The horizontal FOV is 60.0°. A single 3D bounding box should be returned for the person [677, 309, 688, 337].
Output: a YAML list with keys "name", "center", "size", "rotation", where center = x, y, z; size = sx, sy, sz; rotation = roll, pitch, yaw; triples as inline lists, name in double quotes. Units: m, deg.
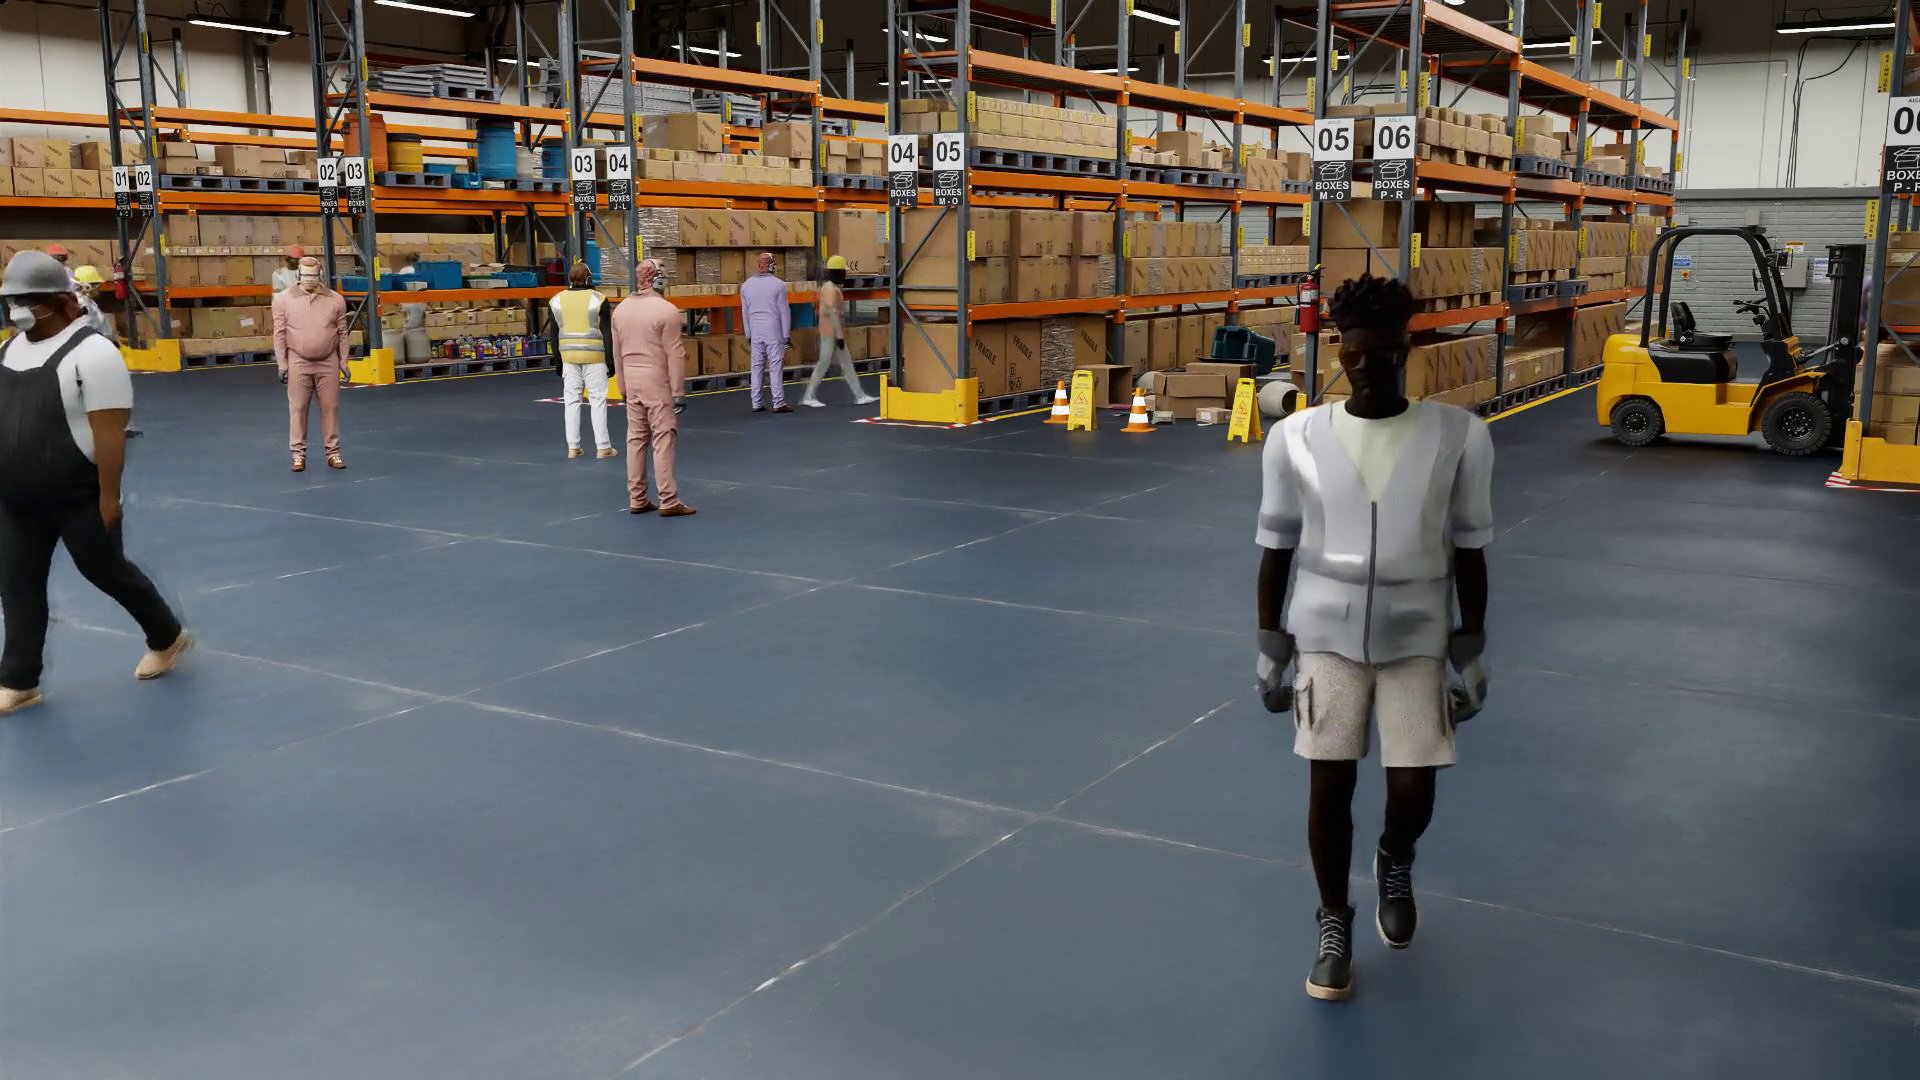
- name: "person"
  center: [-5.931, -5.194, 35.294]
  size: [0.600, 1.850, 0.872]
  rotation: [5, 11, 26]

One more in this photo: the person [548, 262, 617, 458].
- name: "person"
  center: [-3.538, -1.686, 15.690]
  size: [0.622, 1.846, 0.429]
  rotation: [1, 10, 8]

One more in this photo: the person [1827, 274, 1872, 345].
- name: "person"
  center: [12.492, -3.085, 23.332]
  size: [0.603, 1.918, 0.430]
  rotation: [6, 12, 30]

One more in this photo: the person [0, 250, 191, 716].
- name: "person"
  center: [-3.940, -0.303, 7.388]
  size: [0.686, 2.000, 0.956]
  rotation: [4, 11, 19]

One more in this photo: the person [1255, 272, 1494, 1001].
- name: "person"
  center: [1.102, 0.262, 4.478]
  size: [0.627, 1.945, 0.470]
  rotation: [3, 11, 17]

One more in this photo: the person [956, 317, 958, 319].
- name: "person"
  center: [0.035, -3.537, 26.226]
  size: [0.636, 1.788, 0.988]
  rotation: [8, 13, 39]

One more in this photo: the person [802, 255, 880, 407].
- name: "person"
  center: [-1.510, -2.569, 20.557]
  size: [0.968, 1.871, 0.603]
  rotation: [1, 10, 5]

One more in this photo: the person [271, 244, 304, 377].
- name: "person"
  center: [-9.724, -3.321, 24.400]
  size: [0.719, 1.992, 0.777]
  rotation: [-5, 11, -26]

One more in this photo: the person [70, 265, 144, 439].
- name: "person"
  center: [-8.961, -1.906, 17.049]
  size: [0.862, 1.807, 0.590]
  rotation: [-7, 12, -32]

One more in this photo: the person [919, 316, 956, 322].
- name: "person"
  center: [-0.283, -3.286, 24.708]
  size: [0.555, 1.819, 0.973]
  rotation: [8, 13, 39]

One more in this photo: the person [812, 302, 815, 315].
- name: "person"
  center: [-2.252, -3.940, 28.197]
  size: [0.584, 1.882, 0.339]
  rotation: [6, 12, 31]

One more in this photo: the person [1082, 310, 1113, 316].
- name: "person"
  center: [2.190, -3.562, 26.183]
  size: [0.550, 1.846, 0.464]
  rotation: [3, 10, 15]

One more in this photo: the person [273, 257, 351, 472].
- name: "person"
  center: [-5.774, -1.566, 14.857]
  size: [0.636, 1.902, 0.406]
  rotation: [-6, 12, -29]

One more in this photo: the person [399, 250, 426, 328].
- name: "person"
  center: [-9.147, -3.862, 27.687]
  size: [0.634, 1.917, 0.817]
  rotation: [9, 13, 40]

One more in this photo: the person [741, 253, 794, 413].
- name: "person"
  center: [-2.289, -2.469, 19.897]
  size: [0.642, 1.909, 0.409]
  rotation: [5, 11, 24]

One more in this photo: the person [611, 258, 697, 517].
- name: "person"
  center: [-2.272, -1.126, 12.370]
  size: [0.642, 1.910, 0.401]
  rotation: [7, 12, 34]

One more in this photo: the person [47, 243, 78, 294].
- name: "person"
  center: [-13.174, -3.341, 24.463]
  size: [0.417, 2.029, 0.621]
  rotation: [-7, 12, -35]
